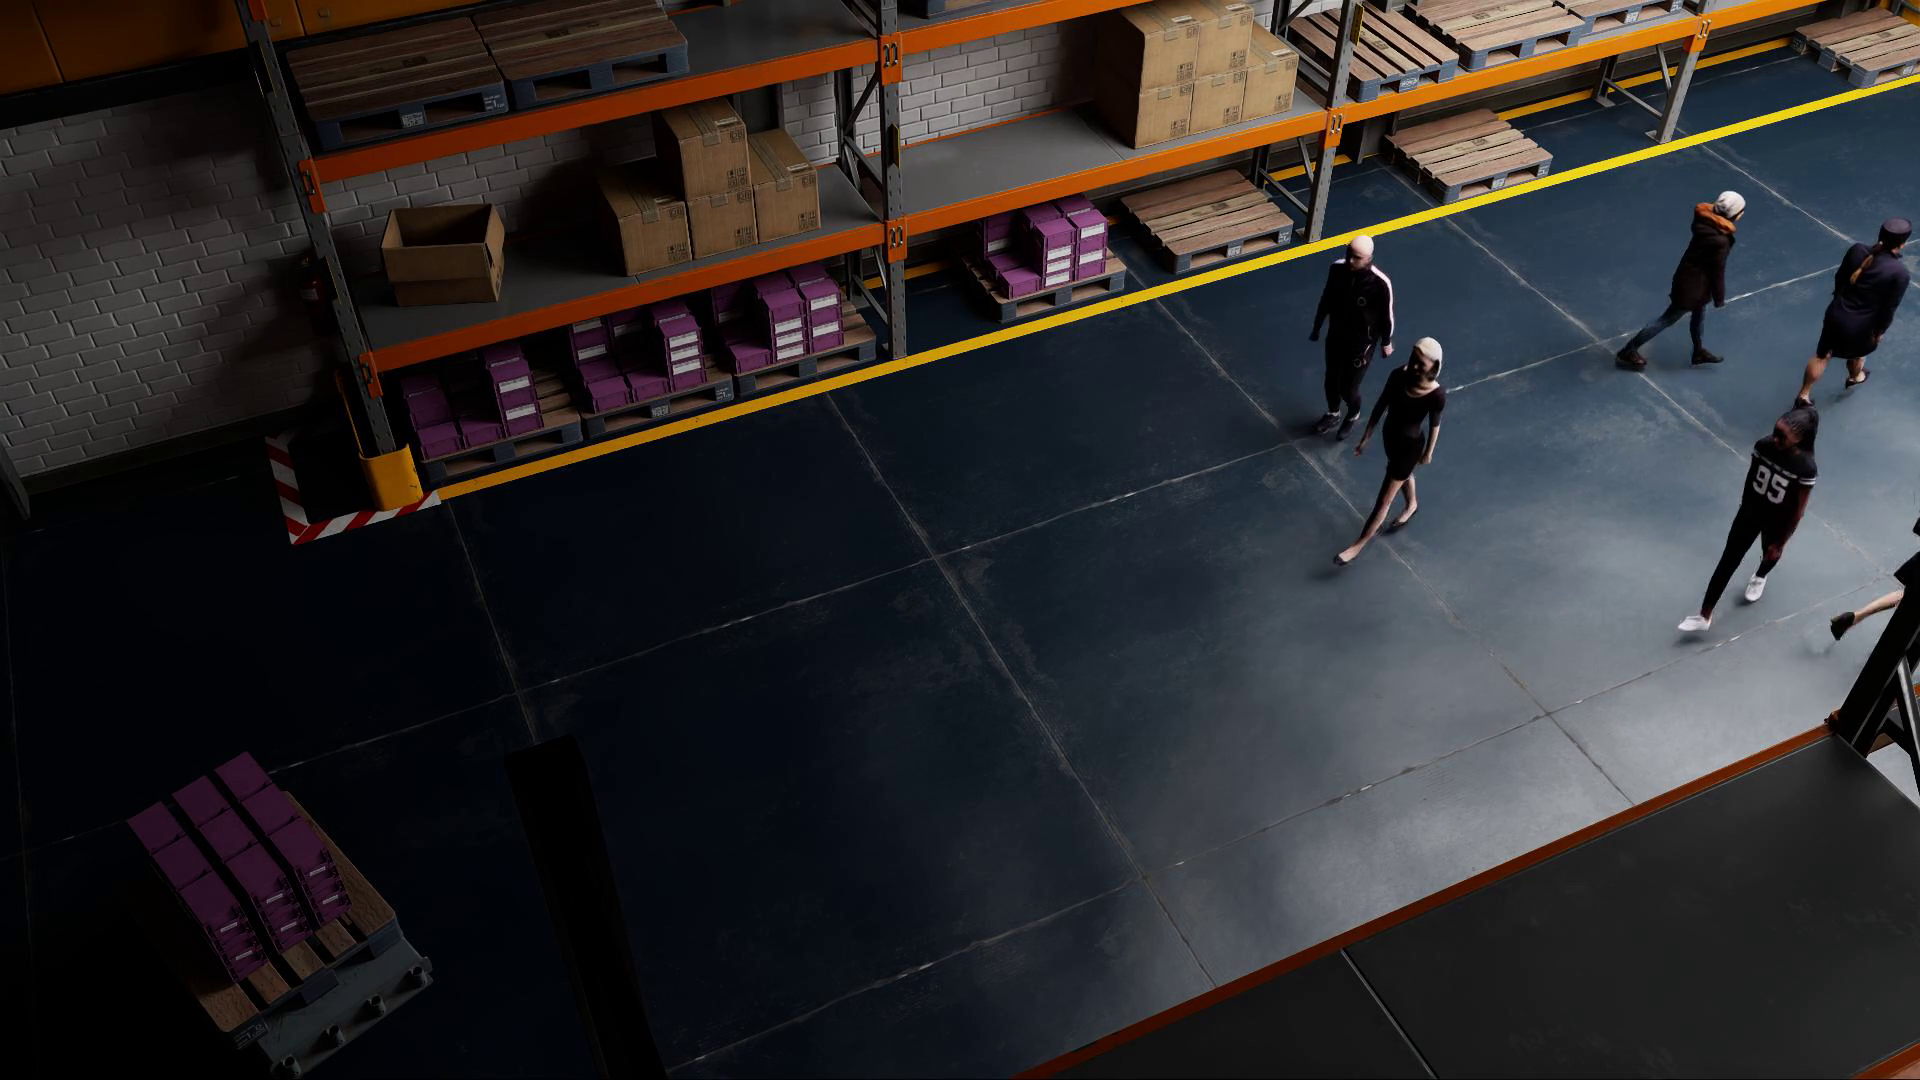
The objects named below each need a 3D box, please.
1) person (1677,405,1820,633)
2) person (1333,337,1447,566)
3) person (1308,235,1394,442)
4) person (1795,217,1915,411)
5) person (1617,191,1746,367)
[{"bbox_3d":[5.330,-0.162,10.895,1.265,1.679,0.872,-33,53,-30],"label":"person"},{"bbox_3d":[3.081,-0.674,11.363,1.227,1.776,0.768,-28,50,-26],"label":"person"},{"bbox_3d":[2.928,-1.512,12.216,0.842,1.813,0.815,34,53,30],"label":"person"},{"bbox_3d":[6.634,-1.632,12.465,1.050,1.643,0.802,-23,48,-23],"label":"person"},{"bbox_3d":[5.589,-1.956,12.853,1.143,1.578,1.001,6,44,6],"label":"person"}]
